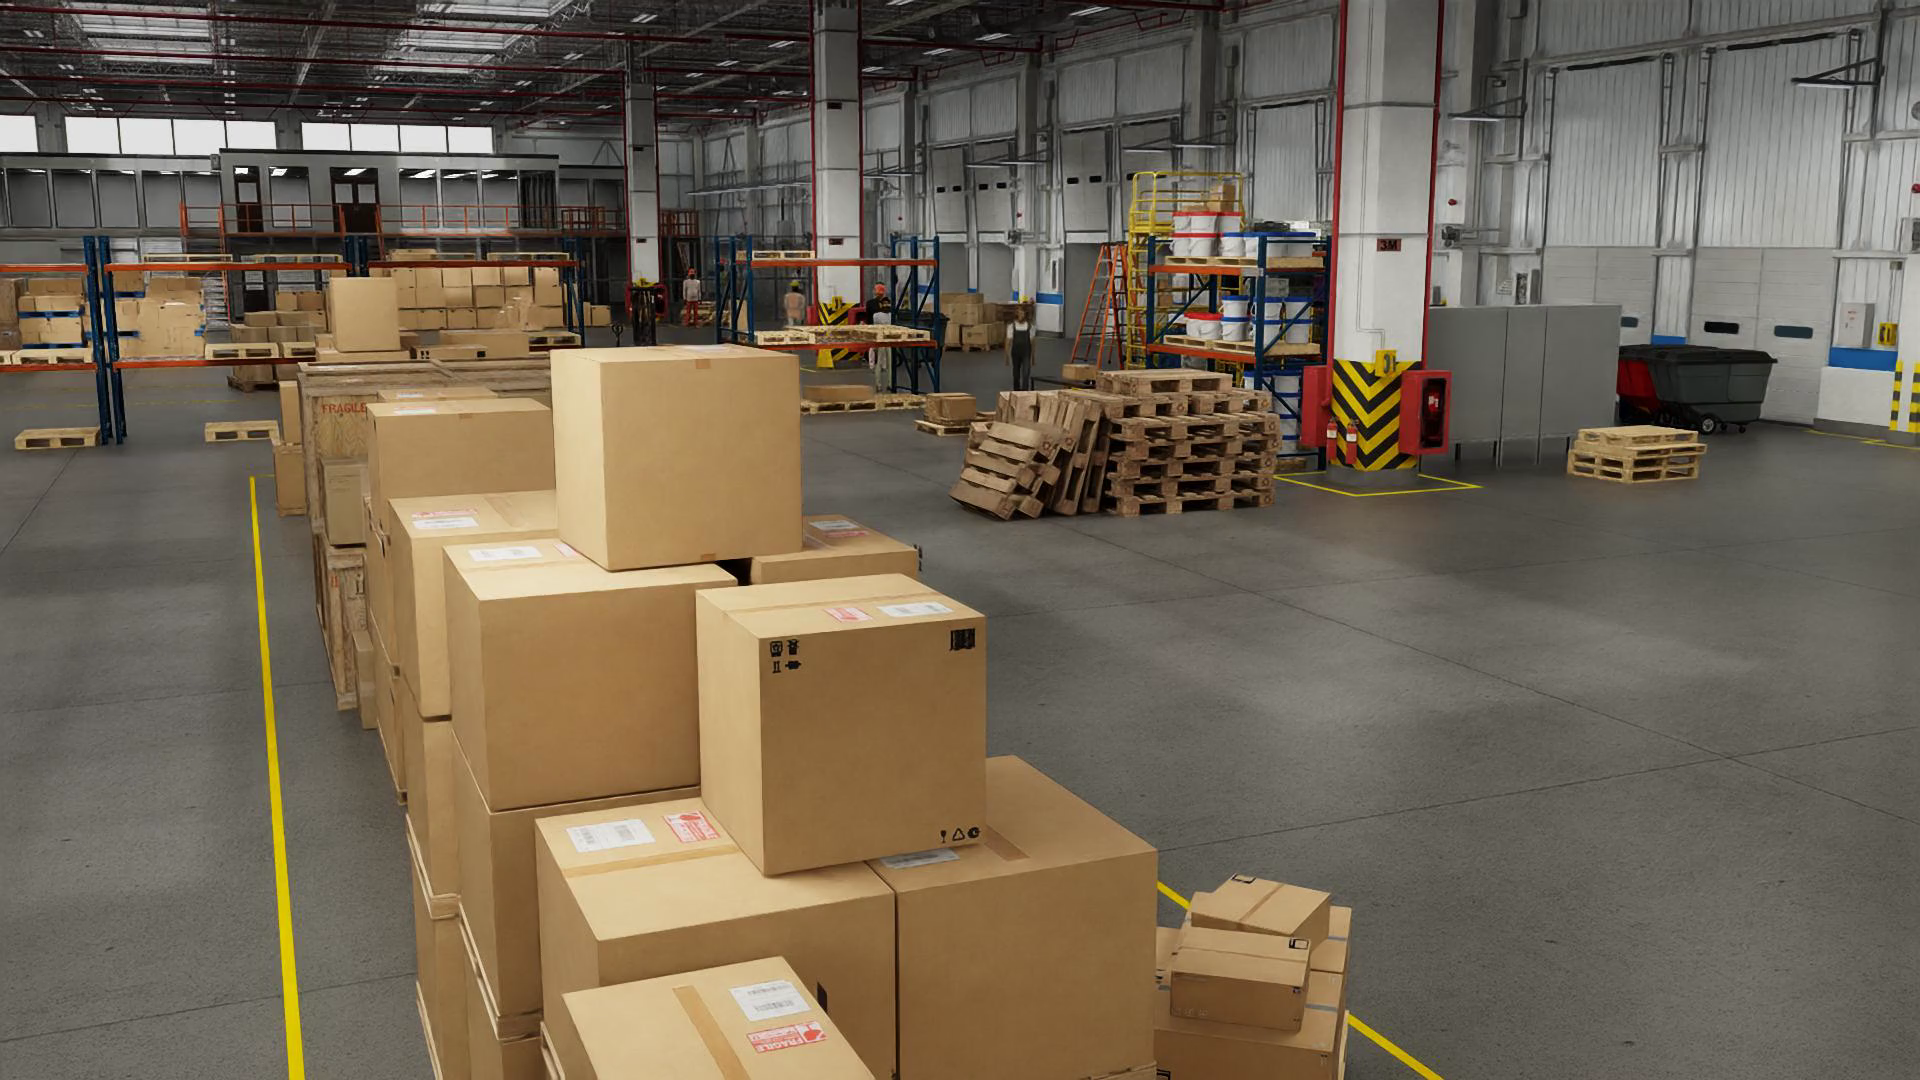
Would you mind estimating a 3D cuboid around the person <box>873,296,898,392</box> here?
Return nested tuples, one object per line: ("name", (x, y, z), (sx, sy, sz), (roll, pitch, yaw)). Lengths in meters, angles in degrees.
("person", (-1.462, -3.834, 32.602), (0.508, 1.872, 0.329), (-4, 11, -23))

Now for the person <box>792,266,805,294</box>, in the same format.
("person", (-6.646, -10.386, 68.542), (0.543, 1.933, 0.363), (-4, 11, -23))

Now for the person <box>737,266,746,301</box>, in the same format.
("person", (-9.841, -11.424, 74.352), (0.641, 1.892, 1.016), (-4, 11, -22))

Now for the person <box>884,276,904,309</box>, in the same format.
("person", (-2.189, -7.838, 54.912), (0.640, 1.792, 0.978), (4, 11, 21))

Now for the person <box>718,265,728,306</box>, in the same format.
("person", (-10.543, -11.274, 73.697), (0.625, 1.841, 0.429), (-4, 11, -23))

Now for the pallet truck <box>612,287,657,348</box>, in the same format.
("pallet truck", (-6.464, -4.406, 35.401), (0.823, 1.965, 1.885), (6, 12, 32))

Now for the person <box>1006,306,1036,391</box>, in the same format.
("person", (1.096, -3.299, 29.914), (0.522, 1.801, 0.982), (0, 10, 2))

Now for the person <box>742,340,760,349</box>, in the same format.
("person", (-2.191, -1.127, 17.493), (0.630, 1.940, 0.373), (-4, 11, -23))

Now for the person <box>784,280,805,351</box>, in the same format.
("person", (-4.403, -5.953, 44.239), (0.574, 1.889, 0.799), (0, 10, 0))

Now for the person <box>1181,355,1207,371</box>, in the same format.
("person", (3.687, -2.593, 26.115), (0.485, 1.744, 0.294), (-4, 11, -23))

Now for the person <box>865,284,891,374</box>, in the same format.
("person", (-1.808, -4.707, 37.084), (0.609, 1.991, 0.384), (-4, 11, -23))

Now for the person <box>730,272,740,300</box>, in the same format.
("person", (-9.245, -10.242, 68.398), (0.533, 1.697, 0.318), (-4, 11, -23))

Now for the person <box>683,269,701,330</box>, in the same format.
("person", (-8.838, -7.942, 54.899), (0.609, 1.995, 0.376), (-4, 11, -23))
